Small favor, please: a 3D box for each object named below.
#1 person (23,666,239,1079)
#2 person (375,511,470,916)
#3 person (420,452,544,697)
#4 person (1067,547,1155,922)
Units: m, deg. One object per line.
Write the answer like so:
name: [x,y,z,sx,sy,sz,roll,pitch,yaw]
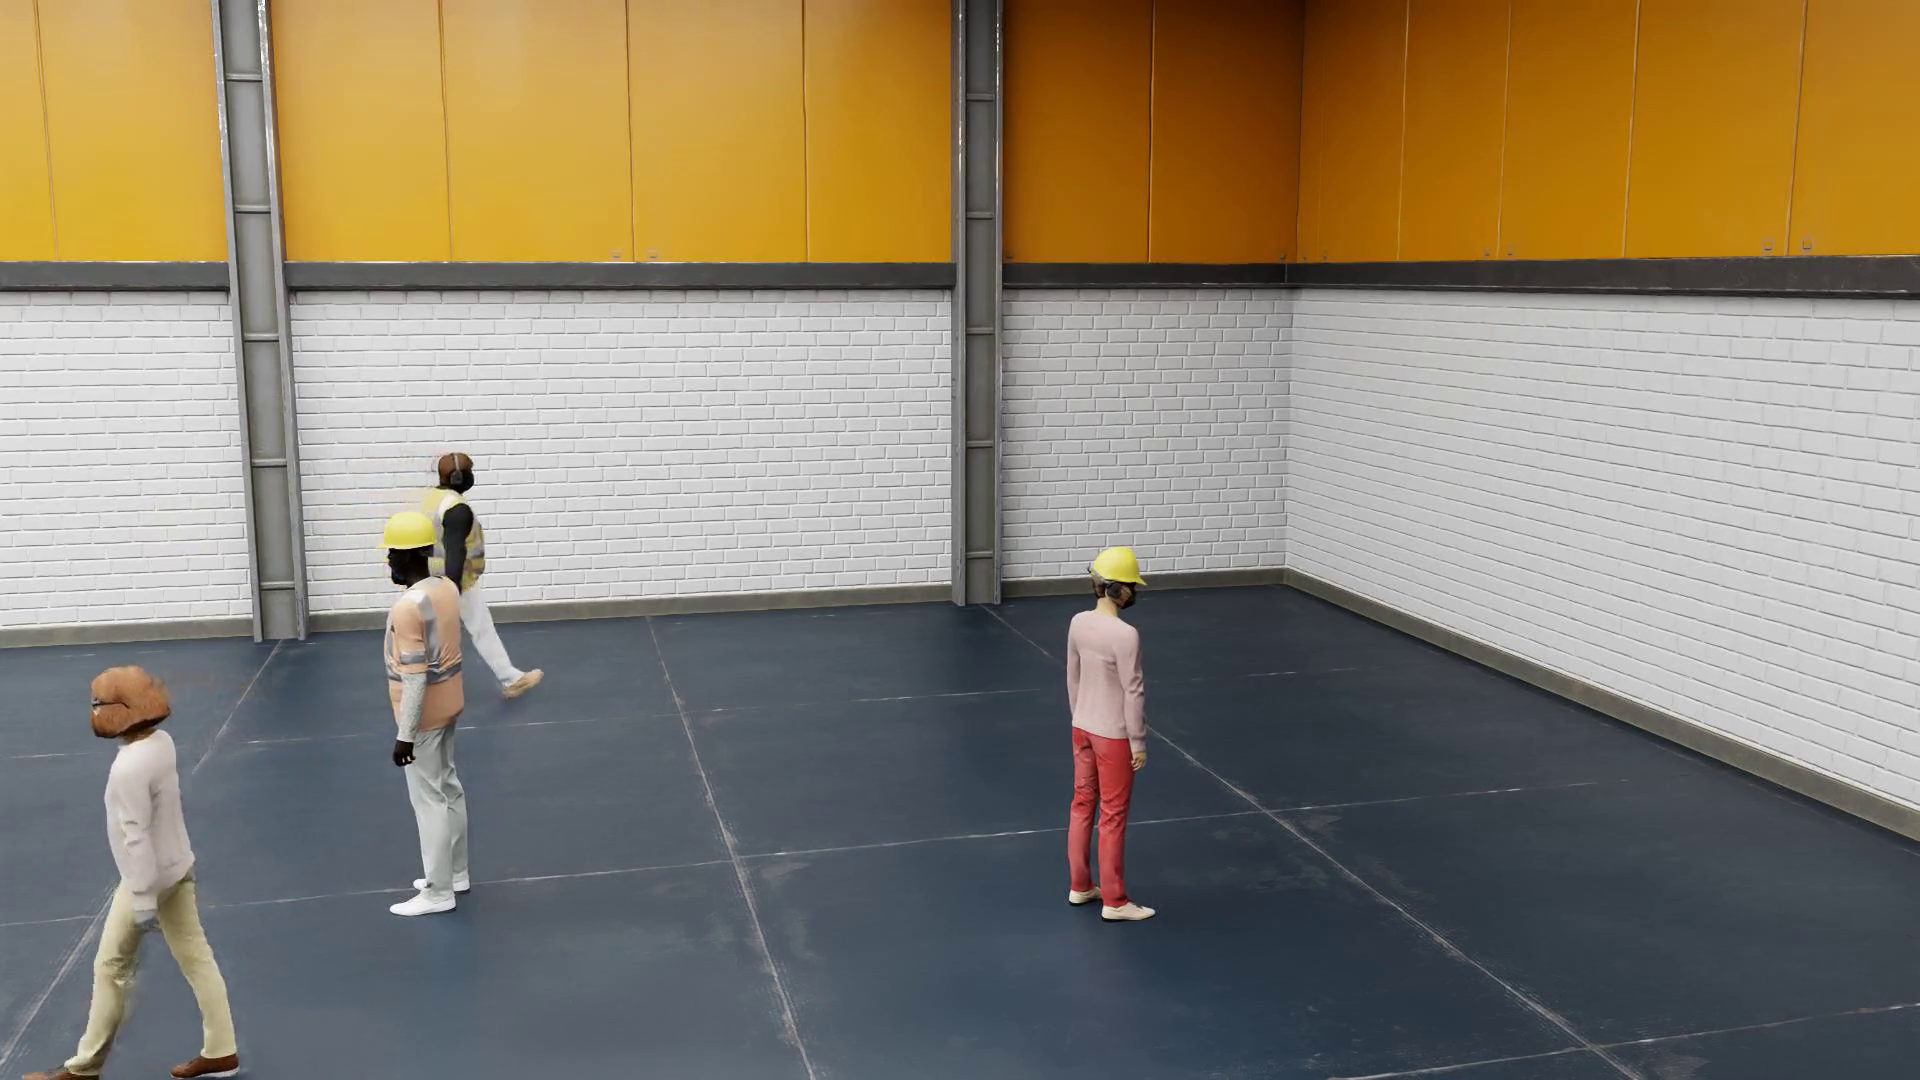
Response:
person: [-3.095,1.258,6.141,0.795,1.597,0.530,-1,9,-7]
person: [-2.553,0.817,7.894,0.371,1.925,0.595,0,9,2]
person: [-3.511,0.273,11.725,0.998,1.785,0.651,-6,11,-34]
person: [0.707,0.909,7.847,0.328,1.762,0.523,-5,11,-30]
